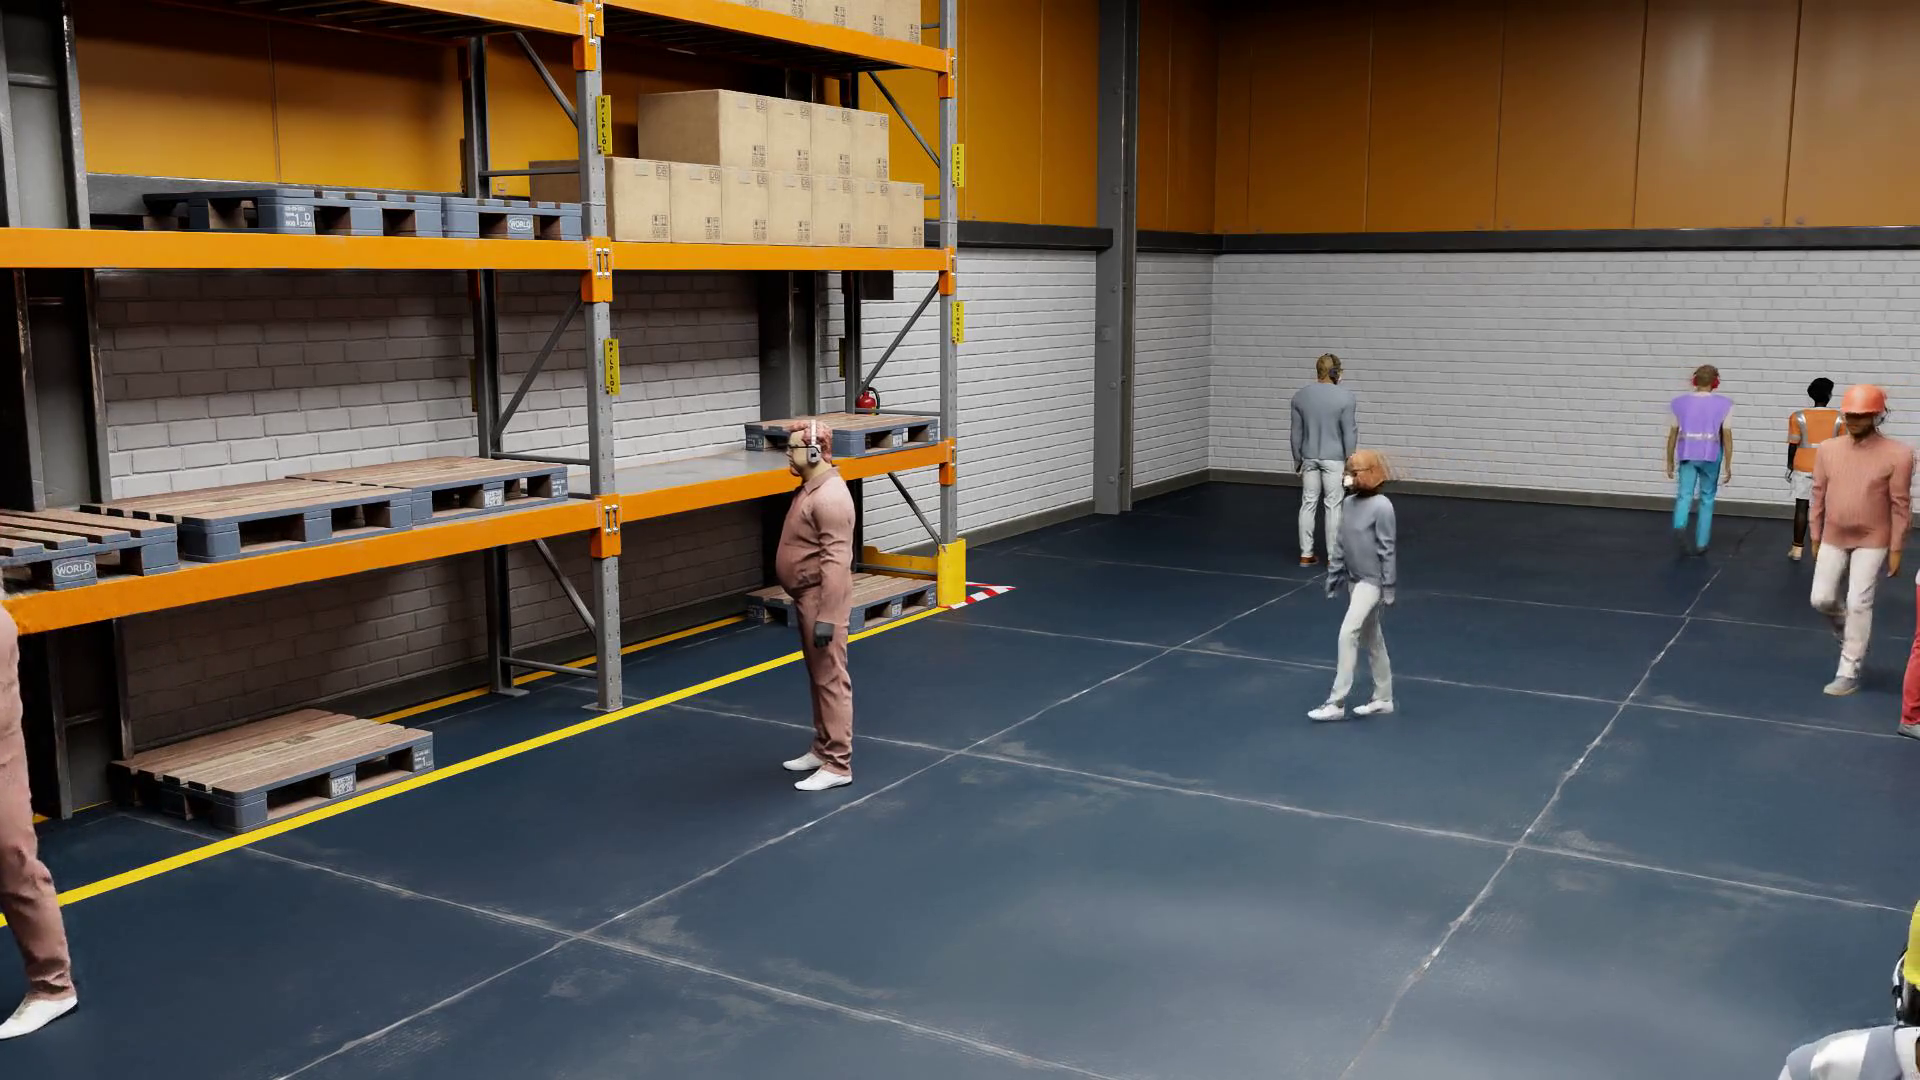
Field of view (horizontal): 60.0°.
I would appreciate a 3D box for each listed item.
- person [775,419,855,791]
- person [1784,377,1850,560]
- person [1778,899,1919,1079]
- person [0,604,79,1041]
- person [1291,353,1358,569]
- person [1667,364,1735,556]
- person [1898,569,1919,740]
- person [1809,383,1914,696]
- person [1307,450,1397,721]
[{"bbox_3d":[-0.748,0.331,8.574,0.399,1.909,0.642,-2,9,-12],"label":"person"},{"bbox_3d":[7.890,-0.648,15.330,0.527,1.698,0.322,3,10,21],"label":"person"},{"bbox_3d":[1.563,1.351,2.597,0.602,1.796,0.930,5,10,27],"label":"person"},{"bbox_3d":[-3.456,0.835,5.556,0.668,1.872,0.890,5,11,31],"label":"person"},{"bbox_3d":[3.265,-0.701,14.930,0.627,1.936,0.374,7,12,39],"label":"person"},{"bbox_3d":[6.913,-0.736,15.576,0.573,1.807,0.810,5,11,30],"label":"person"},{"bbox_3d":[5.623,0.270,9.425,0.534,1.759,0.344,-7,11,-37],"label":"person"},{"bbox_3d":[5.693,-0.012,10.517,0.573,1.978,0.611,-7,11,-37],"label":"person"},{"bbox_3d":[2.299,0.272,9.859,0.737,1.600,0.522,-2,9,-15],"label":"person"}]
